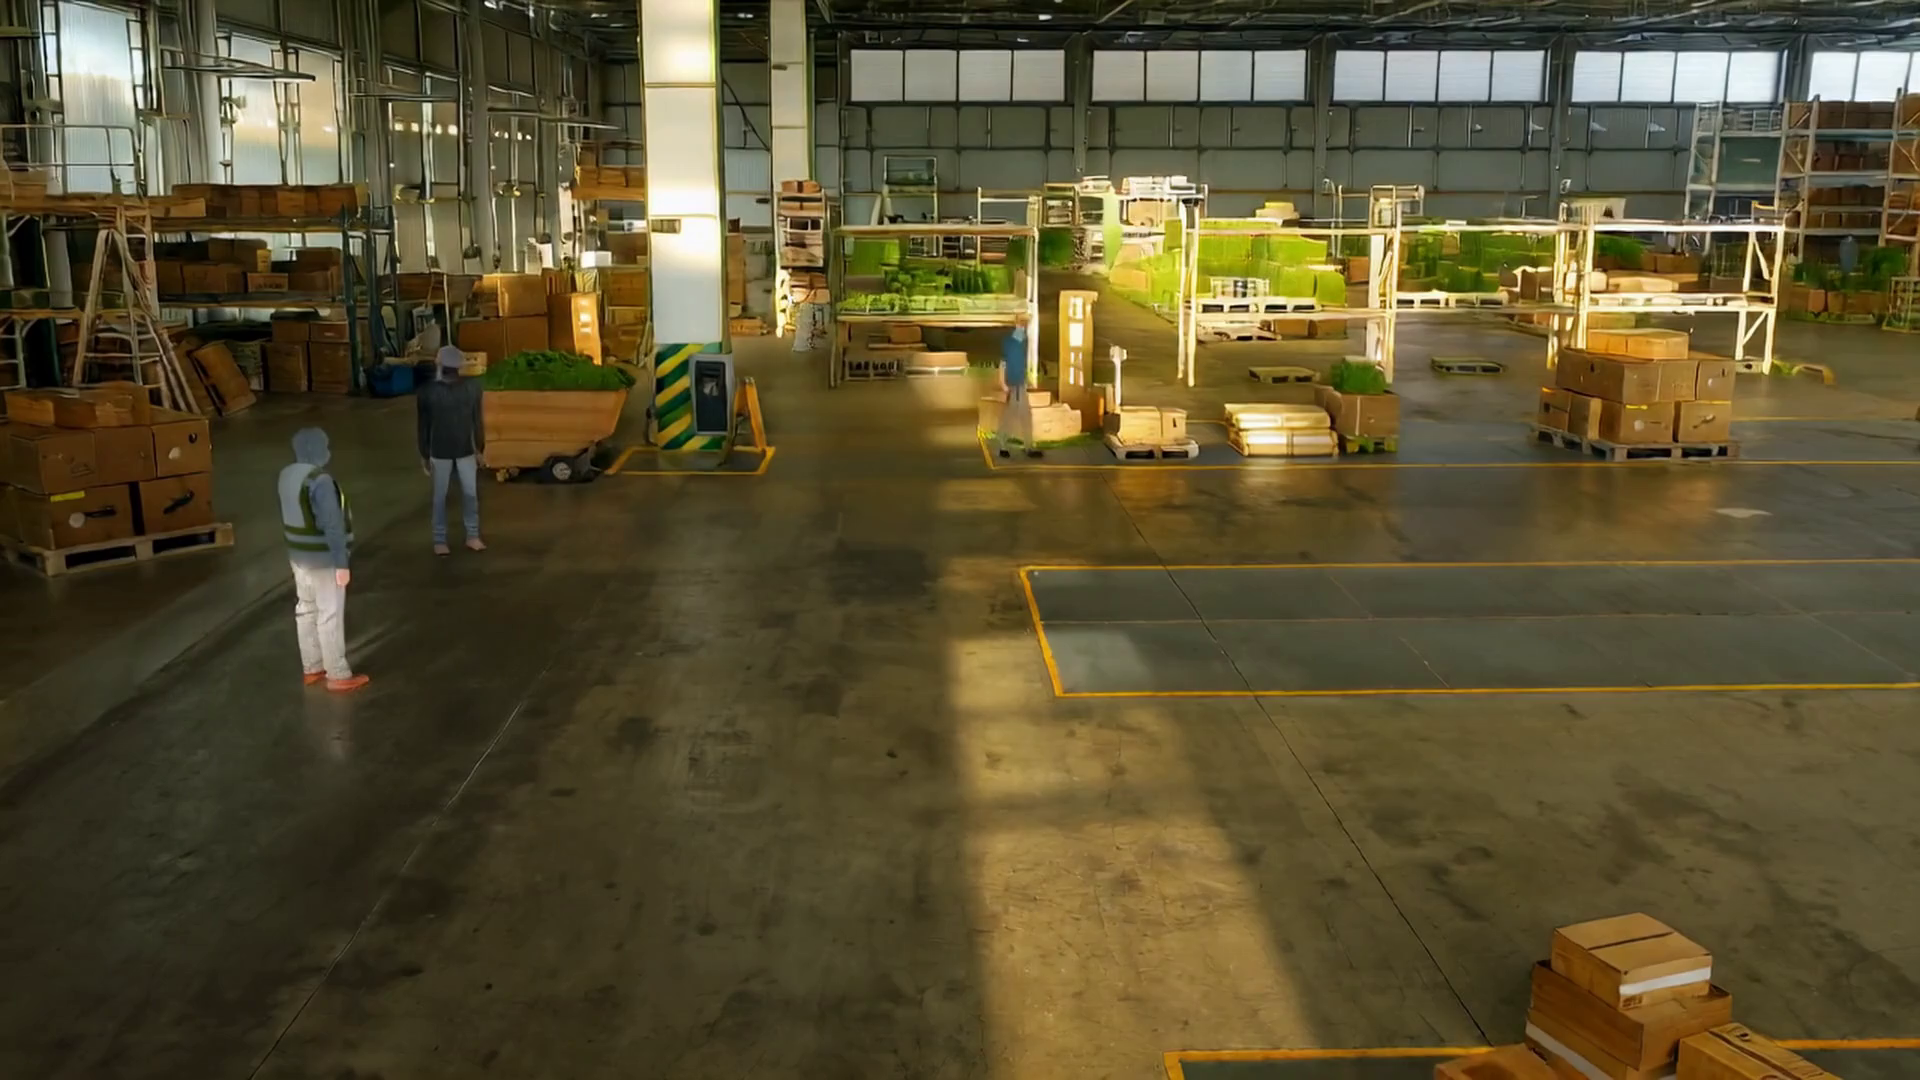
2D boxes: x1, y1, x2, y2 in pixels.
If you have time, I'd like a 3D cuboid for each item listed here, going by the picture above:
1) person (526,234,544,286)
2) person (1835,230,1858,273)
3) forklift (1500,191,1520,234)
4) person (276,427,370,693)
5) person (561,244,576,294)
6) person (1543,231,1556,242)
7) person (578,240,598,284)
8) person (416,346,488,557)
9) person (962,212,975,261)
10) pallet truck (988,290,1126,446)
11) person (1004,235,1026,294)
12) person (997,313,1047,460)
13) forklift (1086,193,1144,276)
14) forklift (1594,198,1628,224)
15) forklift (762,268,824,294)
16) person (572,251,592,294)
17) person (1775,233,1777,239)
[{"bbox_3d":[-13.397,-8.814,52.399,0.529,1.613,0.754,-2,13,-10],"label":"person"},{"bbox_3d":[25.597,-8.007,48.115,0.642,1.895,0.631,0,12,-1],"label":"person"},{"bbox_3d":[20.762,-11.780,62.906,1.873,2.768,1.129,0,12,-2],"label":"forklift"},{"bbox_3d":[-4.409,0.134,11.484,0.626,1.844,0.429,9,16,37],"label":"person"},{"bbox_3d":[-9.363,-6.222,40.184,0.551,1.833,0.531,-4,13,-17],"label":"person"},{"bbox_3d":[18.682,-8.975,52.413,0.641,1.937,1.057,4,13,16],"label":"person"},{"bbox_3d":[-9.241,-6.461,41.157,0.584,1.884,0.349,1,13,3],"label":"person"},{"bbox_3d":[-4.714,-0.820,15.494,0.626,1.981,0.423,-8,15,-32],"label":"person"},{"bbox_3d":[0.355,-12.240,67.132,0.542,1.938,0.357,4,13,19],"label":"person"},{"bbox_3d":[1.257,-2.299,22.111,1.885,1.965,0.823,-9,15,-35],"label":"pallet truck"},{"bbox_3d":[1.550,-7.860,47.450,0.646,1.890,1.003,-4,13,-16],"label":"person"},{"bbox_3d":[0.748,-1.877,20.590,0.574,1.822,0.900,-9,16,-36],"label":"person"},{"bbox_3d":[5.328,-10.453,56.915,1.873,2.768,1.129,0,12,-2],"label":"forklift"},{"bbox_3d":[18.141,-8.179,46.648,1.873,2.768,1.129,-6,14,-25],"label":"forklift"},{"bbox_3d":[-4.844,-8.616,48.621,1.873,2.768,1.129,0,12,-2],"label":"forklift"},{"bbox_3d":[-8.825,-5.888,38.922,0.507,1.718,0.363,-1,13,-6],"label":"person"},{"bbox_3d":[29.328,-10.442,59.704,0.522,1.639,0.310,6,14,25],"label":"person"}]
